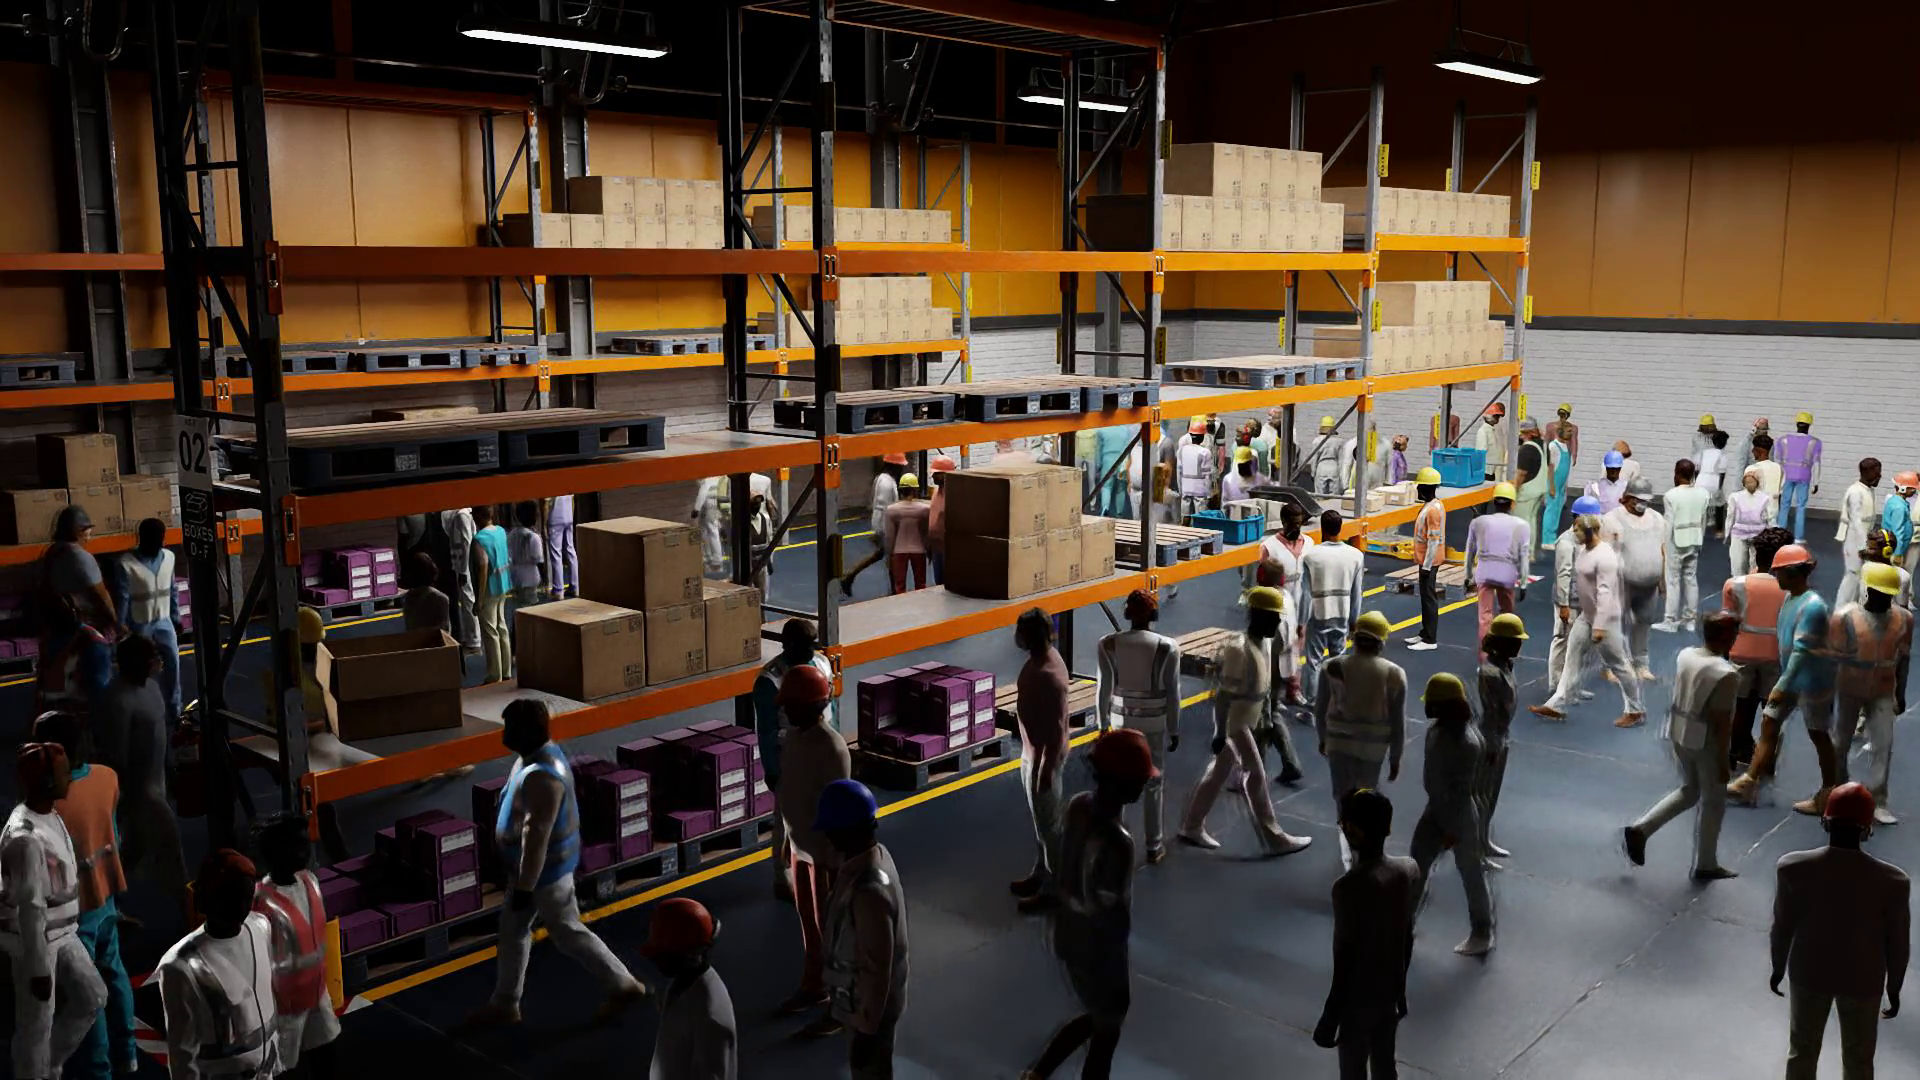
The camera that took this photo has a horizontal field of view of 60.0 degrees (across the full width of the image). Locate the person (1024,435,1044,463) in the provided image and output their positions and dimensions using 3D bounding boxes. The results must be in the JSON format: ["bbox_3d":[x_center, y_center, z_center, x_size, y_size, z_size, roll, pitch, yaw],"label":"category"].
[{"bbox_3d":[1.179,-1.296,26.904,0.287,1.746,0.488,7,12,34],"label":"person"}]

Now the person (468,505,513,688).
[{"bbox_3d":[-4.457,0.515,15.801,0.373,1.840,0.571,1,10,7],"label":"person"}]

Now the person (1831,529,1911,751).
[{"bbox_3d":[7.635,0.829,13.867,0.333,1.864,0.520,-3,10,-17],"label":"person"}]

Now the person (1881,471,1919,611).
[{"bbox_3d":[11.031,0.005,19.431,0.522,1.645,0.305,2,10,10],"label":"person"}]

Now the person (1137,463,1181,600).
[{"bbox_3d":[2.353,-0.059,19.699,0.569,1.701,0.929,4,10,23],"label":"person"}]

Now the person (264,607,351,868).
[{"bbox_3d":[-4.209,1.324,10.843,0.890,1.888,0.654,5,11,25],"label":"person"}]

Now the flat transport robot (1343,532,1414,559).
[{"bbox_3d":[5.871,0.049,23.263,0.652,0.197,1.431,-9,13,-42],"label":"flat transport robot"}]

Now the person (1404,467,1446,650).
[{"bbox_3d":[4.890,0.198,17.443,0.367,1.927,0.587,2,10,11],"label":"person"}]

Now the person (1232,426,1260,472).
[{"bbox_3d":[3.880,-0.621,22.568,0.391,1.848,0.563,-2,10,-10],"label":"person"}]

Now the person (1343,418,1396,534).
[{"bbox_3d":[5.773,-0.784,23.456,0.711,1.888,0.407,2,10,11],"label":"person"}]

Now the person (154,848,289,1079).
[{"bbox_3d":[-2.760,2.083,6.312,0.358,1.885,0.572,2,10,12],"label":"person"}]

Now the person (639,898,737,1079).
[{"bbox_3d":[-1.009,2.168,6.225,0.342,1.743,0.564,-3,10,-19],"label":"person"}]

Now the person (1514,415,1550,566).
[{"bbox_3d":[7.559,-0.669,22.279,0.537,2.000,0.686,9,13,44],"label":"person"}]

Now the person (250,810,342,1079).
[{"bbox_3d":[-3.028,2.007,7.359,0.671,1.679,0.543,2,10,12],"label":"person"}]

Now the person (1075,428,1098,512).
[{"bbox_3d":[2.035,-1.336,27.098,0.525,1.762,0.340,2,10,10],"label":"person"}]

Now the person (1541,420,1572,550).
[{"bbox_3d":[8.441,-0.774,23.508,0.346,1.839,0.501,8,12,39],"label":"person"}]

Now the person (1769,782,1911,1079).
[{"bbox_3d":[3.959,1.947,7.513,0.560,1.753,0.327,5,11,29],"label":"person"}]

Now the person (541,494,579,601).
[{"bbox_3d":[-4.836,-0.186,20.021,0.350,1.837,0.503,6,11,30],"label":"person"}]

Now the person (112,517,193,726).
[{"bbox_3d":[-7.176,0.706,14.607,0.874,1.867,0.662,5,11,26],"label":"person"}]

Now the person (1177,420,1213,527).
[{"bbox_3d":[3.188,-0.650,22.474,0.547,1.938,0.359,8,13,41],"label":"person"}]

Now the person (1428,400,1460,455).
[{"bbox_3d":[8.321,-1.594,28.620,0.527,1.768,0.313,-1,10,-6],"label":"person"}]

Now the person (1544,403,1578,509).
[{"bbox_3d":[9.883,-1.375,27.359,0.532,1.754,0.342,6,11,32],"label":"person"}]

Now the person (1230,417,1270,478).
[{"bbox_3d":[3.998,-0.717,22.866,0.357,1.938,0.637,-7,12,-37],"label":"person"}]

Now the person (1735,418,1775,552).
[{"bbox_3d":[11.178,-0.773,23.356,0.653,1.894,0.401,-4,10,-22],"label":"person"}]

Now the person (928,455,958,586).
[{"bbox_3d":[-0.169,0.076,17.967,0.379,1.996,0.611,-5,11,-29],"label":"person"}]

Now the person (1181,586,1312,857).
[{"bbox_3d":[1.956,1.238,11.399,0.938,1.868,0.604,4,10,24],"label":"person"}]

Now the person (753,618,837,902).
[{"bbox_3d":[-1.020,1.388,10.633,0.429,1.831,0.637,8,12,39],"label":"person"}]

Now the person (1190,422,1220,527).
[{"bbox_3d":[3.739,-0.967,25.202,0.816,1.653,0.543,-6,11,-31],"label":"person"}]

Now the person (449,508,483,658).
[{"bbox_3d":[-5.129,0.269,17.144,0.349,1.882,0.577,-3,10,-18],"label":"person"}]

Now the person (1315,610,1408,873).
[{"bbox_3d":[2.645,1.354,11.006,0.576,1.782,0.941,1,10,6],"label":"person"}]

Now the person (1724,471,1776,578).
[{"bbox_3d":[9.412,-0.033,19.811,0.563,1.606,0.526,3,10,19],"label":"person"}]

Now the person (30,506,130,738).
[{"bbox_3d":[-7.599,0.660,14.344,0.691,2.000,1.073,9,13,44],"label":"person"}]

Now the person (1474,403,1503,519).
[{"bbox_3d":[7.783,-1.028,24.550,0.375,1.997,0.612,5,11,28],"label":"person"}]

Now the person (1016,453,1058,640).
[{"bbox_3d":[0.925,0.047,18.003,0.699,2.000,0.591,-1,10,-7],"label":"person"}]

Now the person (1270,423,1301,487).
[{"bbox_3d":[4.811,-0.893,24.674,0.537,1.682,0.340,-5,11,-26],"label":"person"}]

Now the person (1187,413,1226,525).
[{"bbox_3d":[3.772,-1.190,25.446,0.612,2.029,0.407,5,11,27],"label":"person"}]

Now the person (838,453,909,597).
[{"bbox_3d":[-1.000,-0.184,19.833,0.871,1.899,0.574,0,10,-2],"label":"person"}]

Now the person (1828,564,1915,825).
[{"bbox_3d":[6.612,1.116,12.080,0.627,1.881,0.896,2,10,10],"label":"person"}]

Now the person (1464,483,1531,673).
[{"bbox_3d":[5.321,0.373,16.518,0.619,1.872,0.897,4,10,21],"label":"person"}]

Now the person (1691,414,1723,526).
[{"bbox_3d":[11.482,-1.076,25.636,0.340,1.736,0.482,-8,12,-40],"label":"person"}]

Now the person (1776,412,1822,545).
[{"bbox_3d":[12.082,-0.893,23.997,0.600,1.916,0.424,8,12,38],"label":"person"}]

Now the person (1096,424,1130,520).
[{"bbox_3d":[2.386,-1.120,25.461,0.648,1.878,0.721,2,10,11],"label":"person"}]

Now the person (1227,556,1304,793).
[{"bbox_3d":[2.377,1.034,12.753,0.451,1.834,0.633,4,10,22],"label":"person"}]

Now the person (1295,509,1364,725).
[{"bbox_3d":[3.239,0.686,14.605,0.598,1.907,0.408,-2,10,-14],"label":"person"}]
